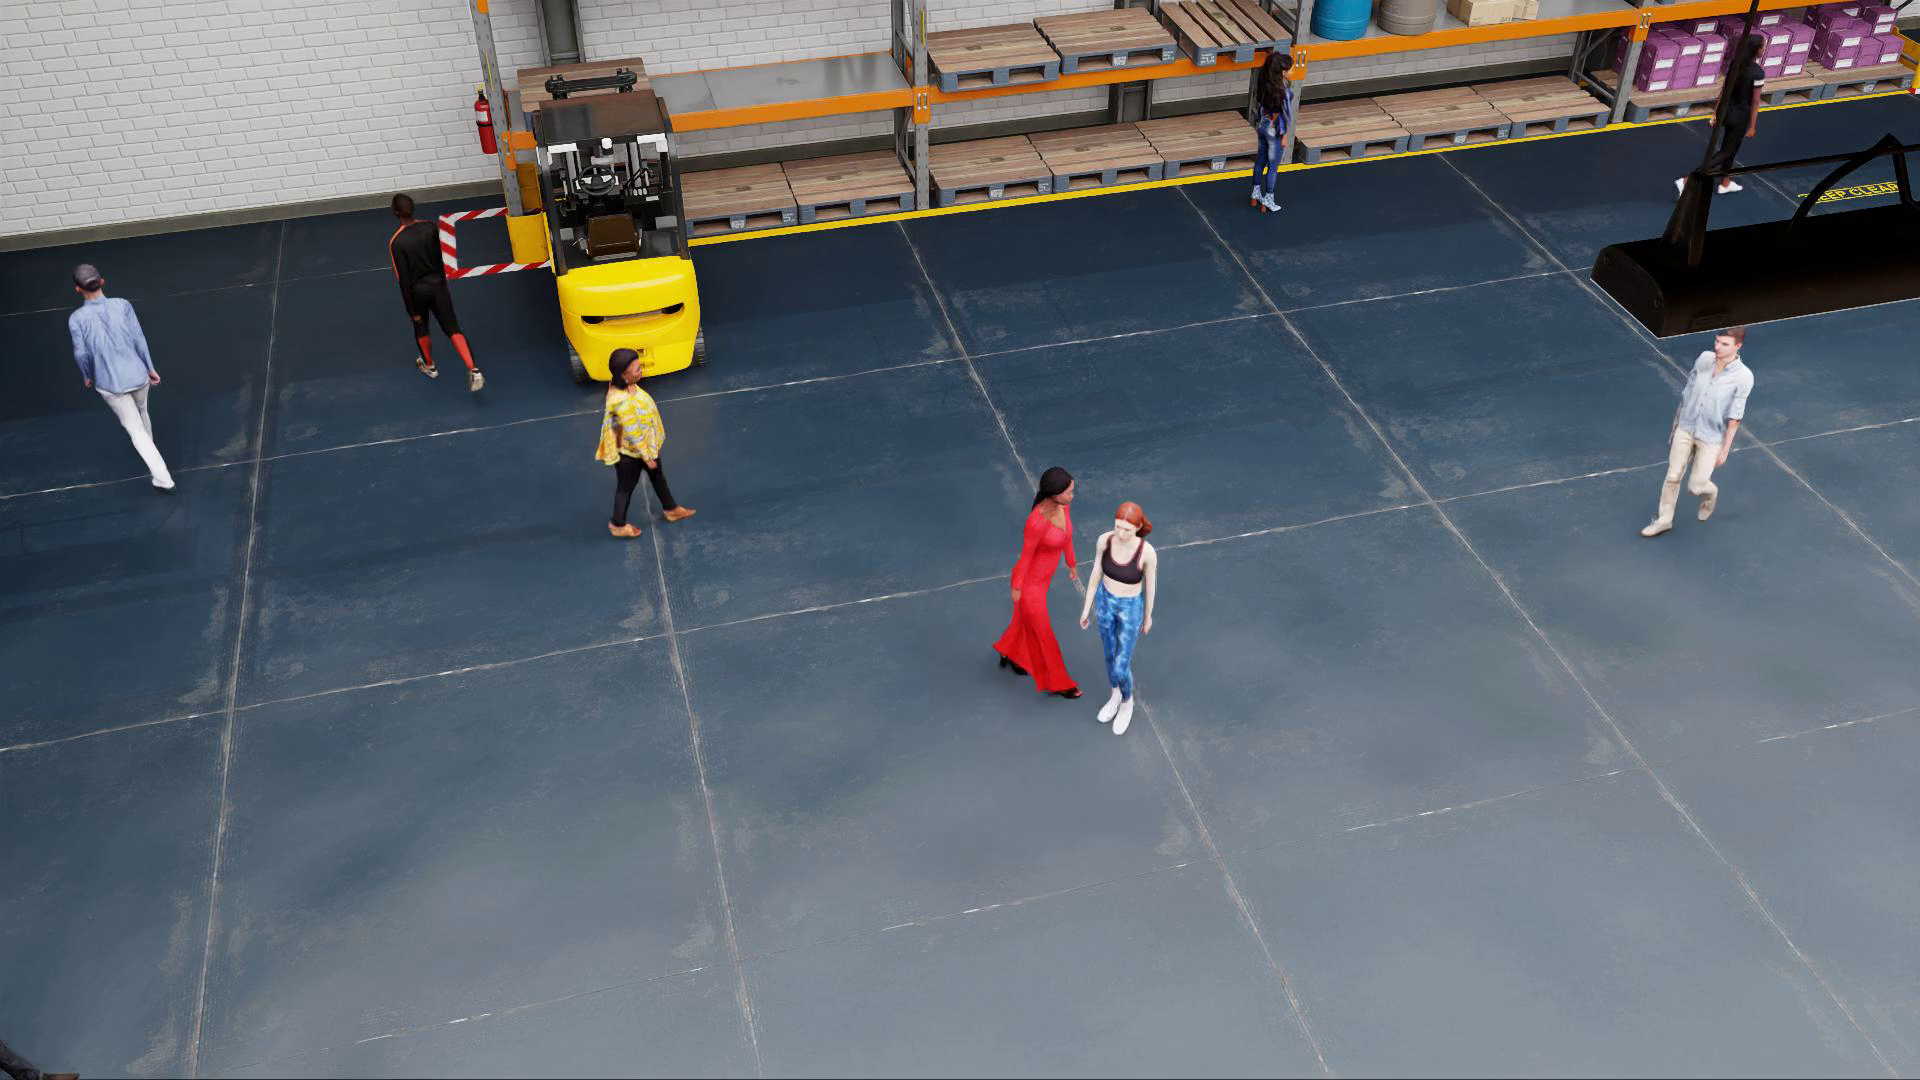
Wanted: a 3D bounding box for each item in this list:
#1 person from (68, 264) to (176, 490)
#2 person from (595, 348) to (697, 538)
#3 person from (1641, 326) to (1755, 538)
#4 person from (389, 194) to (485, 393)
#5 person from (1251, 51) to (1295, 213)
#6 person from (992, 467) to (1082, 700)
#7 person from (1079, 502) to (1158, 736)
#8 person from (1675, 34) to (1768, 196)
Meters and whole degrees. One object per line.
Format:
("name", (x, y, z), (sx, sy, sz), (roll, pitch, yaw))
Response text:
("person", (-6.418, -1.210, 12.792), (1.108, 1.850, 1.177), (31, 48, 33))
("person", (-2.515, -0.677, 12.302), (0.930, 1.628, 0.770), (-4, 39, -5))
("person", (5.548, -0.806, 12.300), (0.949, 1.832, 0.808), (-22, 44, -26))
("person", (-4.391, -2.035, 13.880), (1.187, 1.781, 1.032), (-29, 47, -31))
("person", (3.105, -4.059, 16.540), (0.606, 1.625, 0.639), (-17, 42, -20))
("person", (0.435, 0.233, 11.073), (1.097, 1.751, 1.039), (21, 43, 25))
("person", (1.067, 0.438, 10.796), (0.735, 1.776, 0.795), (23, 44, 26))
("person", (7.666, -4.182, 16.633), (1.091, 1.701, 0.592), (-9, 40, -11))
